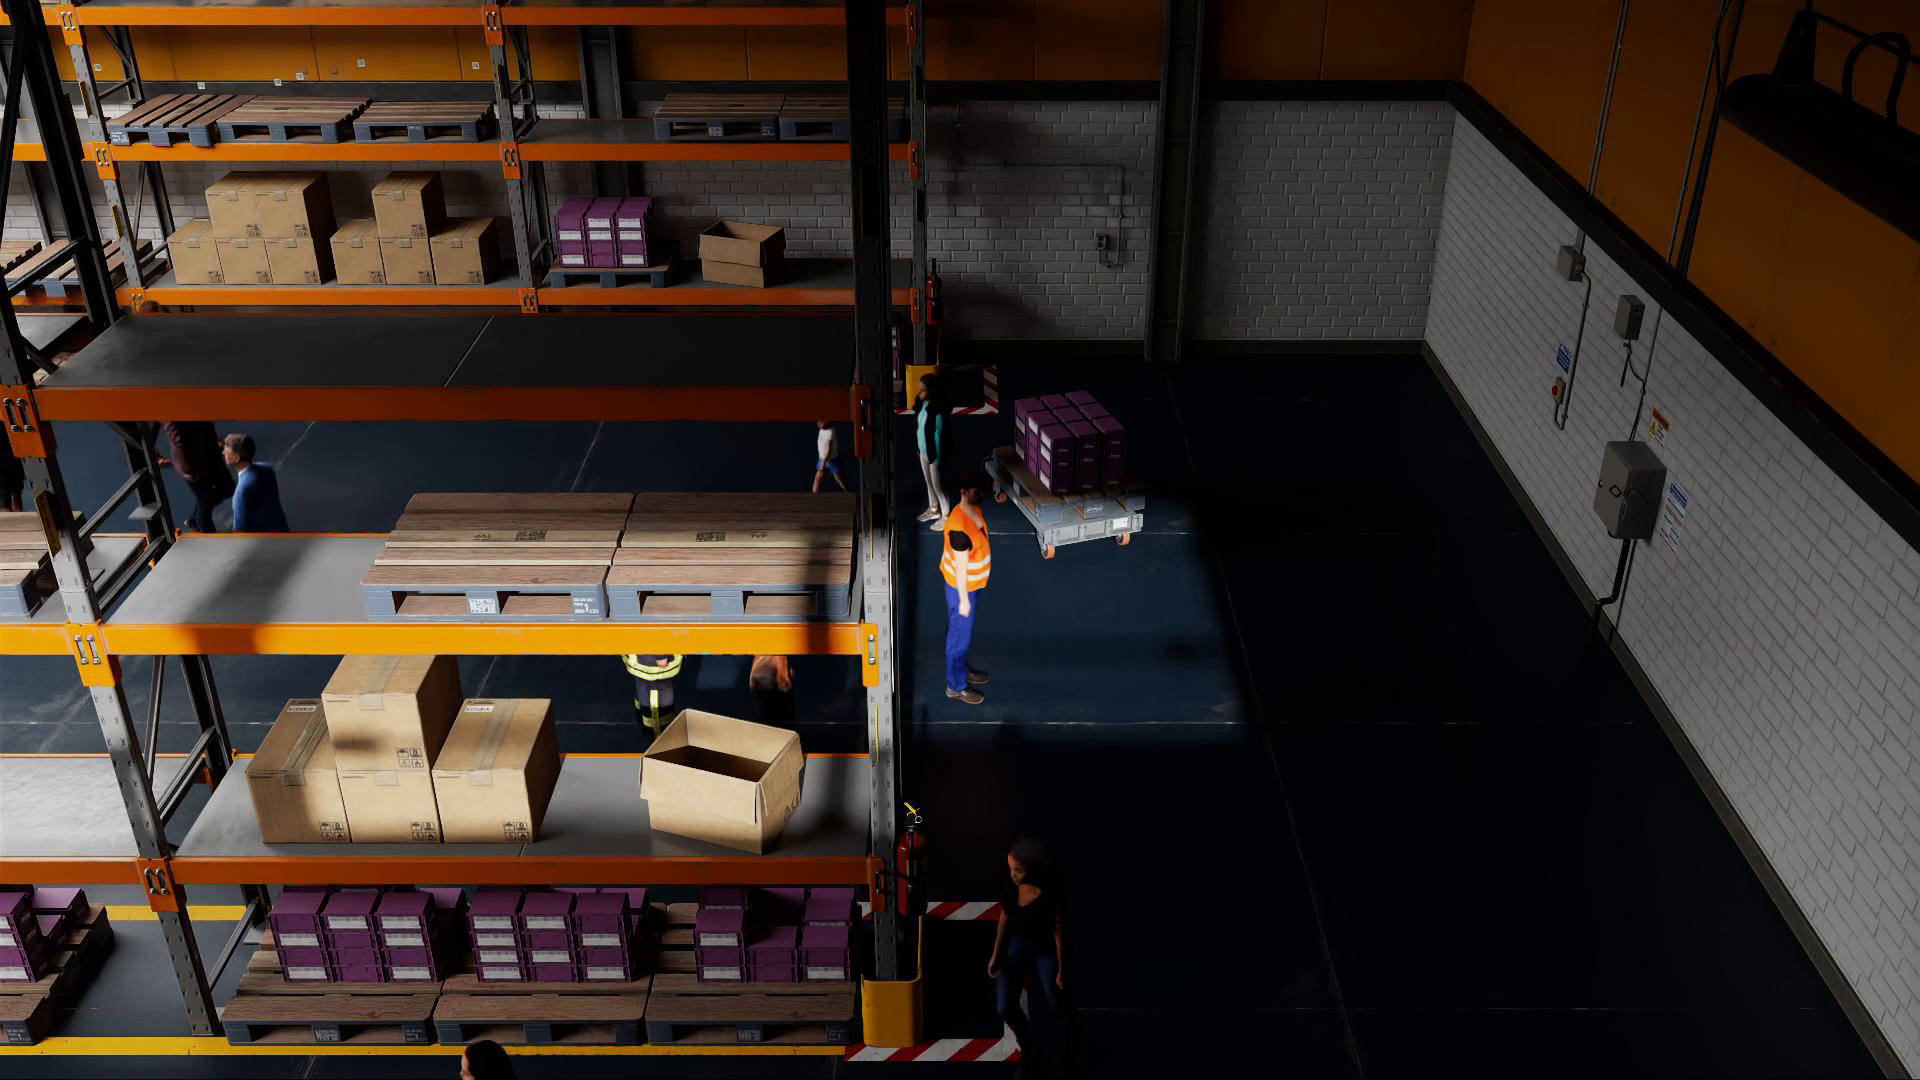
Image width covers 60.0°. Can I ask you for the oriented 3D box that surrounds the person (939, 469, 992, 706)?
[{"bbox_3d":[0.027,0.324,12.452,0.681,1.881,0.713,5,29,9],"label":"person"}]

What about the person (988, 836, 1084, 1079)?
[{"bbox_3d":[0.440,2.249,9.117,0.834,1.695,0.880,17,33,28],"label":"person"}]

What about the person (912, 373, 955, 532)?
[{"bbox_3d":[-0.233,-0.807,14.930,0.709,1.495,0.670,-16,33,-27],"label":"person"}]

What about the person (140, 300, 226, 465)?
[{"bbox_3d":[-7.691,-1.451,15.950,1.076,1.648,0.600,0,29,0],"label":"person"}]

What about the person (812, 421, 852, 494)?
[{"bbox_3d":[-1.160,-0.766,15.382,0.771,0.990,0.637,-16,32,-26],"label":"person"}]

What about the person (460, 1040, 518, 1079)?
[{"bbox_3d":[-2.126,2.967,8.040,0.686,1.467,0.667,-8,30,-15],"label":"person"}]

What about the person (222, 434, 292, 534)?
[{"bbox_3d":[-5.398,0.001,13.162,1.139,1.770,0.708,-1,29,-2],"label":"person"}]
